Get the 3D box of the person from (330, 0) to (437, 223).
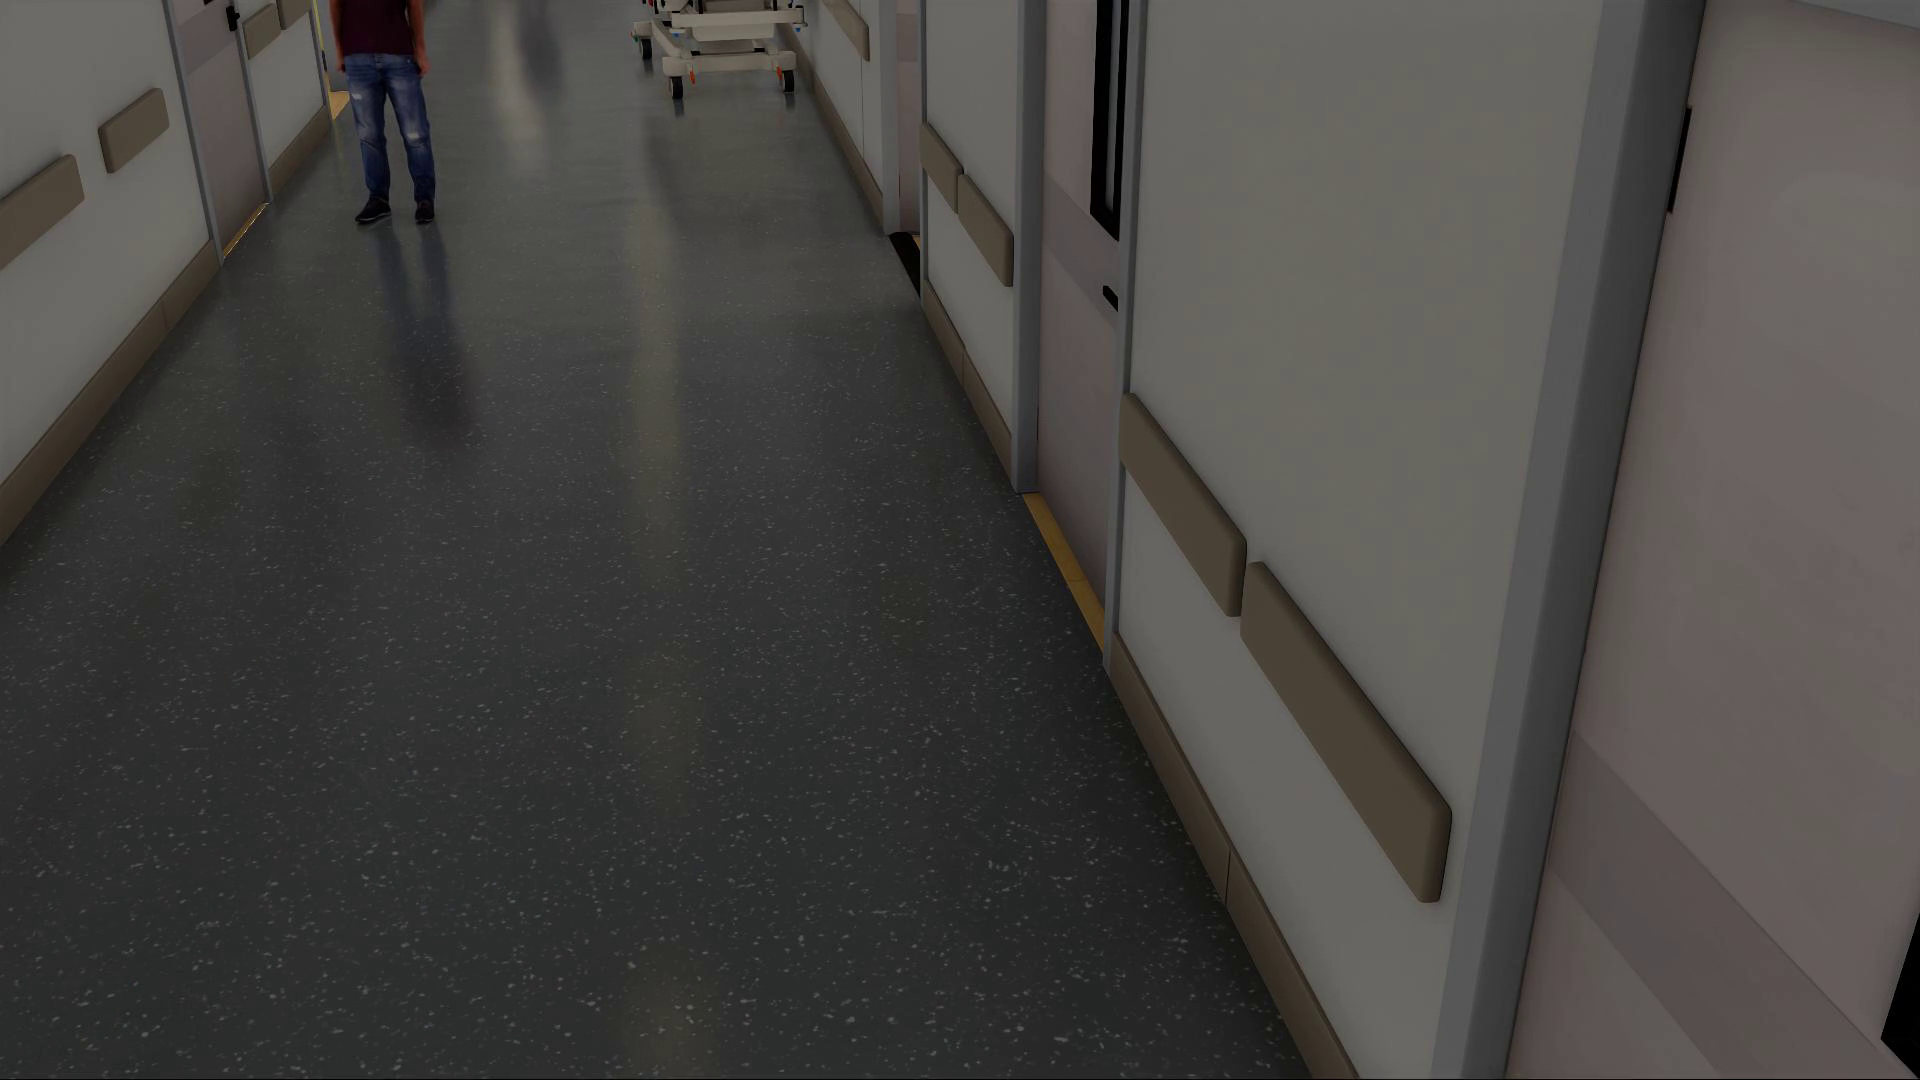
[{"bbox_3d":[-3.161,-2.682,9.082,0.572,1.854,0.760,1,26,2],"label":"person"}]
